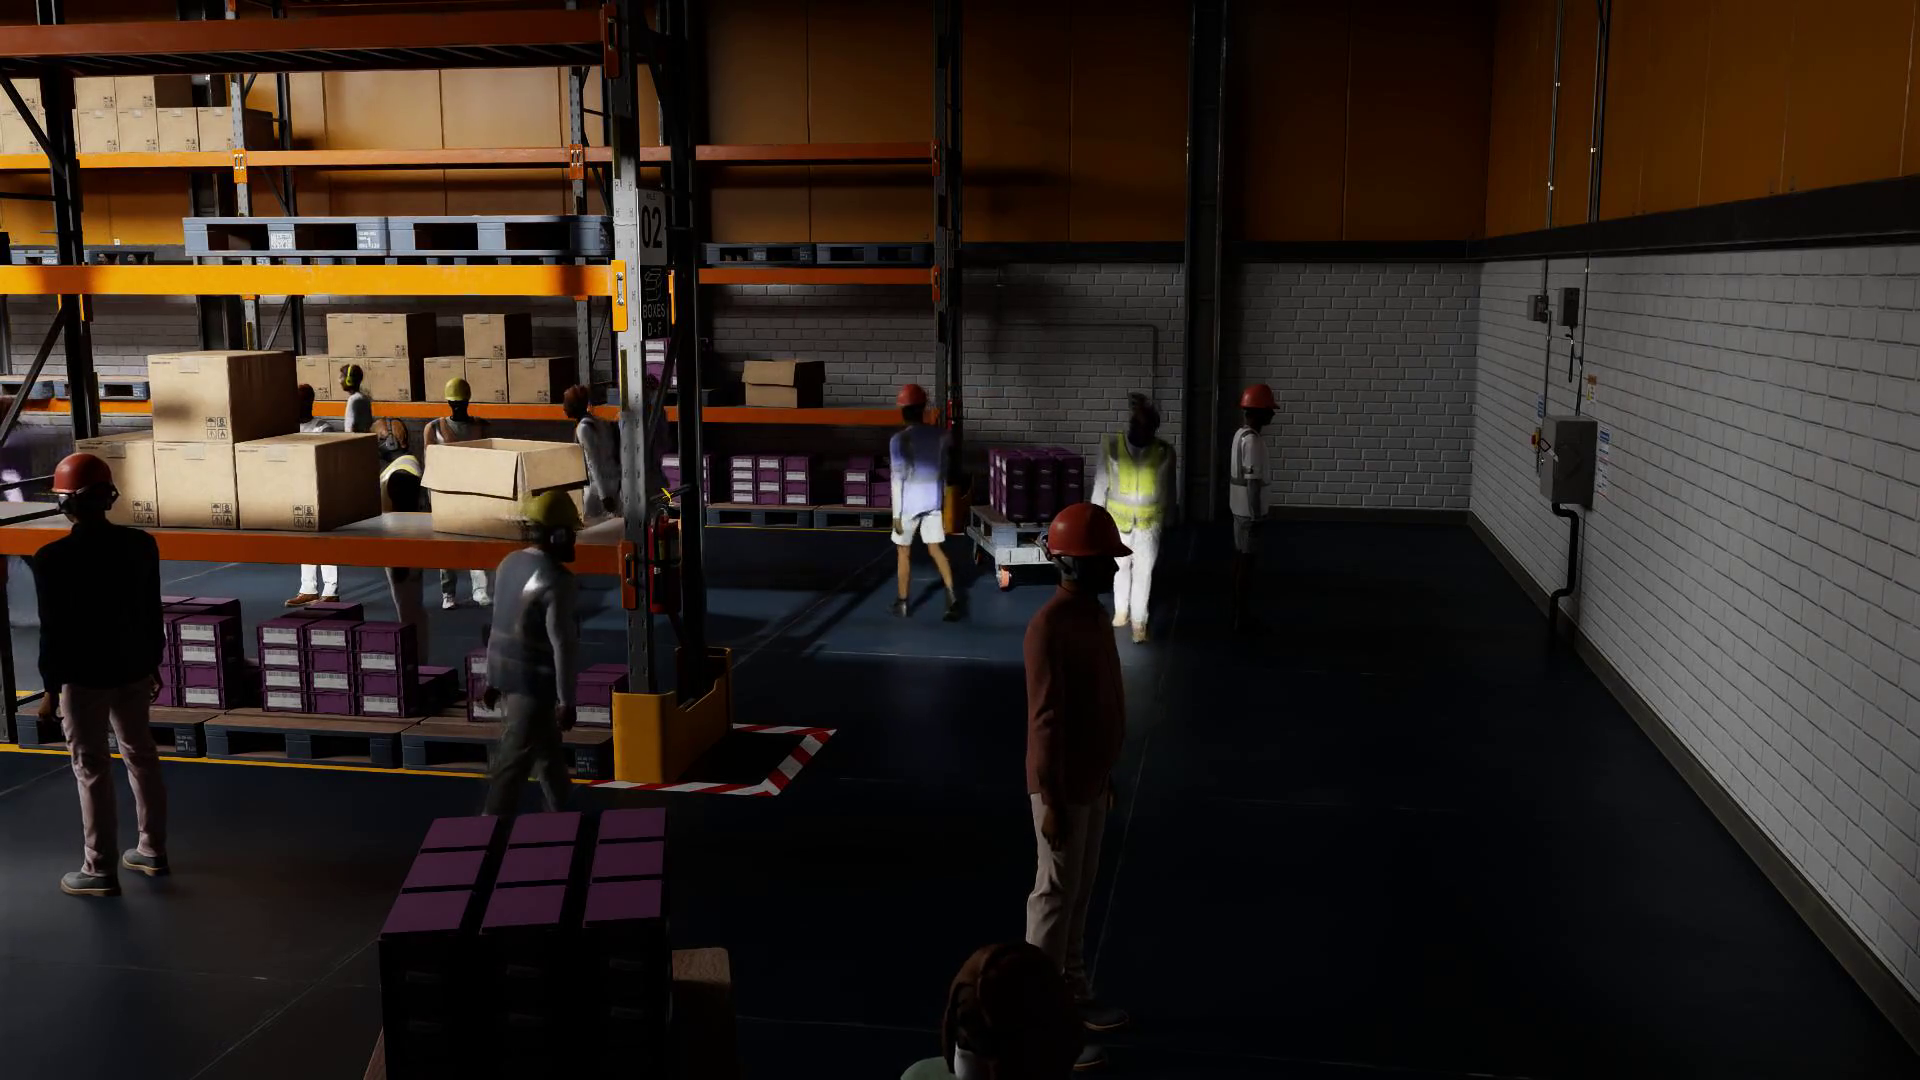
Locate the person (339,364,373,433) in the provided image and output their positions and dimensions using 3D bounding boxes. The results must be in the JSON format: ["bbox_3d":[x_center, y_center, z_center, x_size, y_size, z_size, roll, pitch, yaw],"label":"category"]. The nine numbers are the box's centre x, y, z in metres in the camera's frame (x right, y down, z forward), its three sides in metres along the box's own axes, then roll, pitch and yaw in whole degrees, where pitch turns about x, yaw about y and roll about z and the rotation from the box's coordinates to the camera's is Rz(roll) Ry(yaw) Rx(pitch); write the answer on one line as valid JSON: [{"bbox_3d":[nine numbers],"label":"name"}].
[{"bbox_3d":[-6.250,-0.887,17.168,0.390,1.852,0.548,-1,9,-4],"label":"person"}]

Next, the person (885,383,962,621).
[{"bbox_3d":[-0.309,-0.290,13.299,0.569,1.941,0.668,-6,11,-31],"label":"person"}]

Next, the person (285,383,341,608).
[{"bbox_3d":[-5.381,-0.354,13.764,0.584,1.883,0.339,5,11,30],"label":"person"}]

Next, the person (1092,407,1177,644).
[{"bbox_3d":[1.340,-0.142,12.807,0.635,1.780,1.003,1,9,7],"label":"person"}]

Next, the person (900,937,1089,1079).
[{"bbox_3d":[0.090,1.501,3.032,0.500,1.632,0.286,5,10,26],"label":"person"}]

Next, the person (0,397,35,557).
[{"bbox_3d":[-7.455,-0.236,13.141,1.009,1.852,0.657,-3,9,-15],"label":"person"}]

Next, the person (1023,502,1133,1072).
[{"bbox_3d":[0.418,0.854,5.927,0.378,1.995,0.609,4,10,21],"label":"person"}]

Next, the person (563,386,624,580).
[{"bbox_3d":[-3.097,-0.452,14.620,1.051,1.823,0.621,1,9,4],"label":"person"}]

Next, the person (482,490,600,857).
[{"bbox_3d":[-2.003,0.663,7.849,0.785,1.776,0.613,-7,12,-37],"label":"person"}]

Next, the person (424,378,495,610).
[{"bbox_3d":[-4.129,-0.386,13.832,0.594,1.925,0.376,-5,11,-30],"label":"person"}]

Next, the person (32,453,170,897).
[{"bbox_3d":[-3.873,0.600,7.502,0.385,1.993,0.623,4,10,24],"label":"person"}]

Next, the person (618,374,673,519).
[{"bbox_3d":[-2.910,-0.582,15.229,1.038,1.880,0.653,5,11,30],"label":"person"}]

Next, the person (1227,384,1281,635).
[{"bbox_3d":[2.278,-0.239,12.886,0.366,1.935,0.552,0,9,1],"label":"person"}]

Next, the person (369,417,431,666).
[{"bbox_3d":[-3.752,0.096,11.134,0.429,1.836,0.626,-4,10,-22],"label":"person"}]
